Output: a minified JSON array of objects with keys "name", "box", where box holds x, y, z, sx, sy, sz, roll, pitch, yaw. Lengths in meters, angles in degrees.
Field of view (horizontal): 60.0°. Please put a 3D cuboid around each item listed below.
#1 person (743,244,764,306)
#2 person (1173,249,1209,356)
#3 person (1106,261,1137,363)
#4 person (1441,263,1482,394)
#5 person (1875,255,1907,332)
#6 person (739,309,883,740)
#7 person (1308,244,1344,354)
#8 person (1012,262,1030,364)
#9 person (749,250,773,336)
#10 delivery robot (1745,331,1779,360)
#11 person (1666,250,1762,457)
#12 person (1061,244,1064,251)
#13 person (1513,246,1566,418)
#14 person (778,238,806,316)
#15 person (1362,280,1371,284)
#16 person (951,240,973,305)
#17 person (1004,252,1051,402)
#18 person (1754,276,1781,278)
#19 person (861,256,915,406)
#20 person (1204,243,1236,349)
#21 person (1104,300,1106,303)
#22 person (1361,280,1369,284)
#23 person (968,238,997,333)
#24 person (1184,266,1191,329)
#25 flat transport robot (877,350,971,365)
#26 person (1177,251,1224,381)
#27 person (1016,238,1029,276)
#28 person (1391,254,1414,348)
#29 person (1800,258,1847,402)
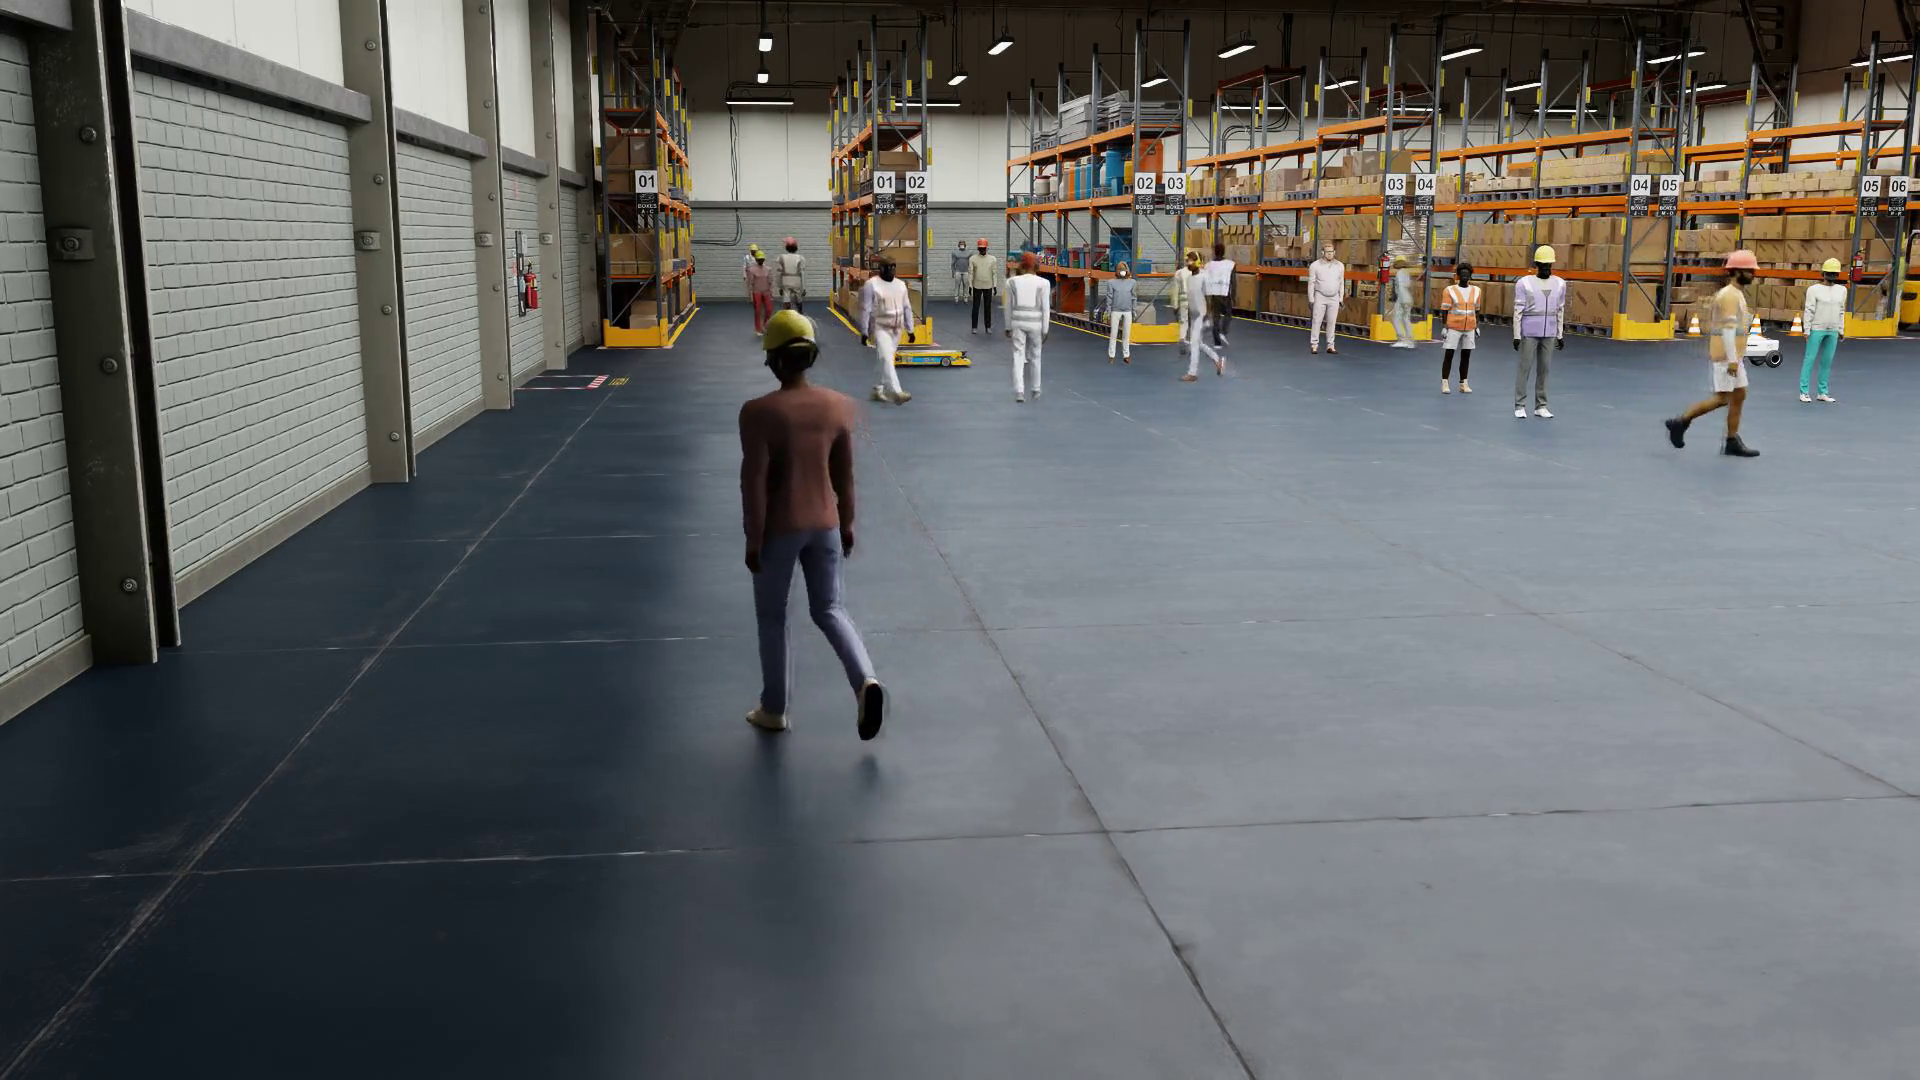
[{"name":"person","box":[-6.040,-7.771,48.838,0.625,1.798,0.855,-2,11,-10]},{"name":"person","box":[3.896,-3.980,28.031,0.598,1.816,0.585,3,11,15]},{"name":"person","box":[2.600,-3.654,26.741,0.507,1.632,0.267,-1,10,-7]},{"name":"person","box":[6.482,-2.737,21.530,0.540,1.698,0.317,-1,10,-7]},{"name":"person","box":[19.840,-5.340,35.530,0.654,1.799,0.830,-2,11,-12]},{"name":"person","box":[-0.612,-0.040,6.643,0.531,1.748,0.704,-8,13,-36]},{"name":"person","box":[6.369,-4.180,28.877,0.652,1.906,0.402,-1,10,-7]},{"name":"person","box":[1.052,-3.596,26.446,0.525,1.611,0.588,-3,11,-14]},{"name":"person","box":[-4.057,-5.041,34.015,0.554,1.749,0.446,-5,12,-27]},{"name":"delivery robot","box":[12.382,-3.019,25.965,0.707,0.478,0.477,-1,10,-7]},{"name":"person","box":[7.041,-1.725,15.411,0.733,1.916,0.550,7,13,35]},{"name":"person","box":[2.859,-7.604,47.876,0.575,1.830,0.563,-6,12,-29]},{"name":"person","box":[6.495,-2.320,18.626,0.594,1.924,0.383,-1,10,-7]},{"name":"person","box":[-3.531,-5.347,35.068,0.617,1.985,1.030,1,10,5]},{"name":"person","box":[12.062,-7.897,49.530,0.955,1.814,0.482,2,11,12]},{"name":"person","box":[0.060,-7.950,49.455,0.635,1.937,0.354,-1,10,-7]},{"name":"person","box":[0.836,-2.646,20.674,0.590,1.840,0.980,2,11,10]},{"name":"person","box":[19.660,-6.281,40.375,0.605,1.923,1.003,-2,11,-12]},{"name":"person","box":[-0.845,-2.540,20.202,0.652,1.789,0.947,-8,13,-38]},{"name":"person","box":[4.723,-4.429,30.245,0.608,1.899,0.453,4,11,20]},{"name":"person","box":[4.748,-7.960,49.612,0.948,1.900,0.552,-4,11,-21]},{"name":"person","box":[12.294,-8.063,50.076,0.635,1.937,0.354,-1,10,-7]},{"name":"person","box":[0.477,-5.332,34.958,0.623,1.990,0.390,-1,10,-7]},{"name":"person","box":[4.954,-5.328,35.911,0.523,1.636,0.311,-1,10,-7]},{"name":"flat transport robot","box":[-0.576,-2.871,26.185,1.431,0.197,0.652,-1,10,-7]},{"name":"person","box":[3.427,-3.164,23.507,0.779,1.845,0.519,-5,12,-27]},{"name":"person","box":[1.837,-7.893,48.864,1.029,2.000,0.689,-1,10,-5]},{"name":"person","box":[8.108,-4.356,30.387,0.532,1.702,0.498,8,13,38]},{"name":"person","box":[10.622,-2.567,20.424,0.533,1.765,0.322,-1,10,-7]}]
